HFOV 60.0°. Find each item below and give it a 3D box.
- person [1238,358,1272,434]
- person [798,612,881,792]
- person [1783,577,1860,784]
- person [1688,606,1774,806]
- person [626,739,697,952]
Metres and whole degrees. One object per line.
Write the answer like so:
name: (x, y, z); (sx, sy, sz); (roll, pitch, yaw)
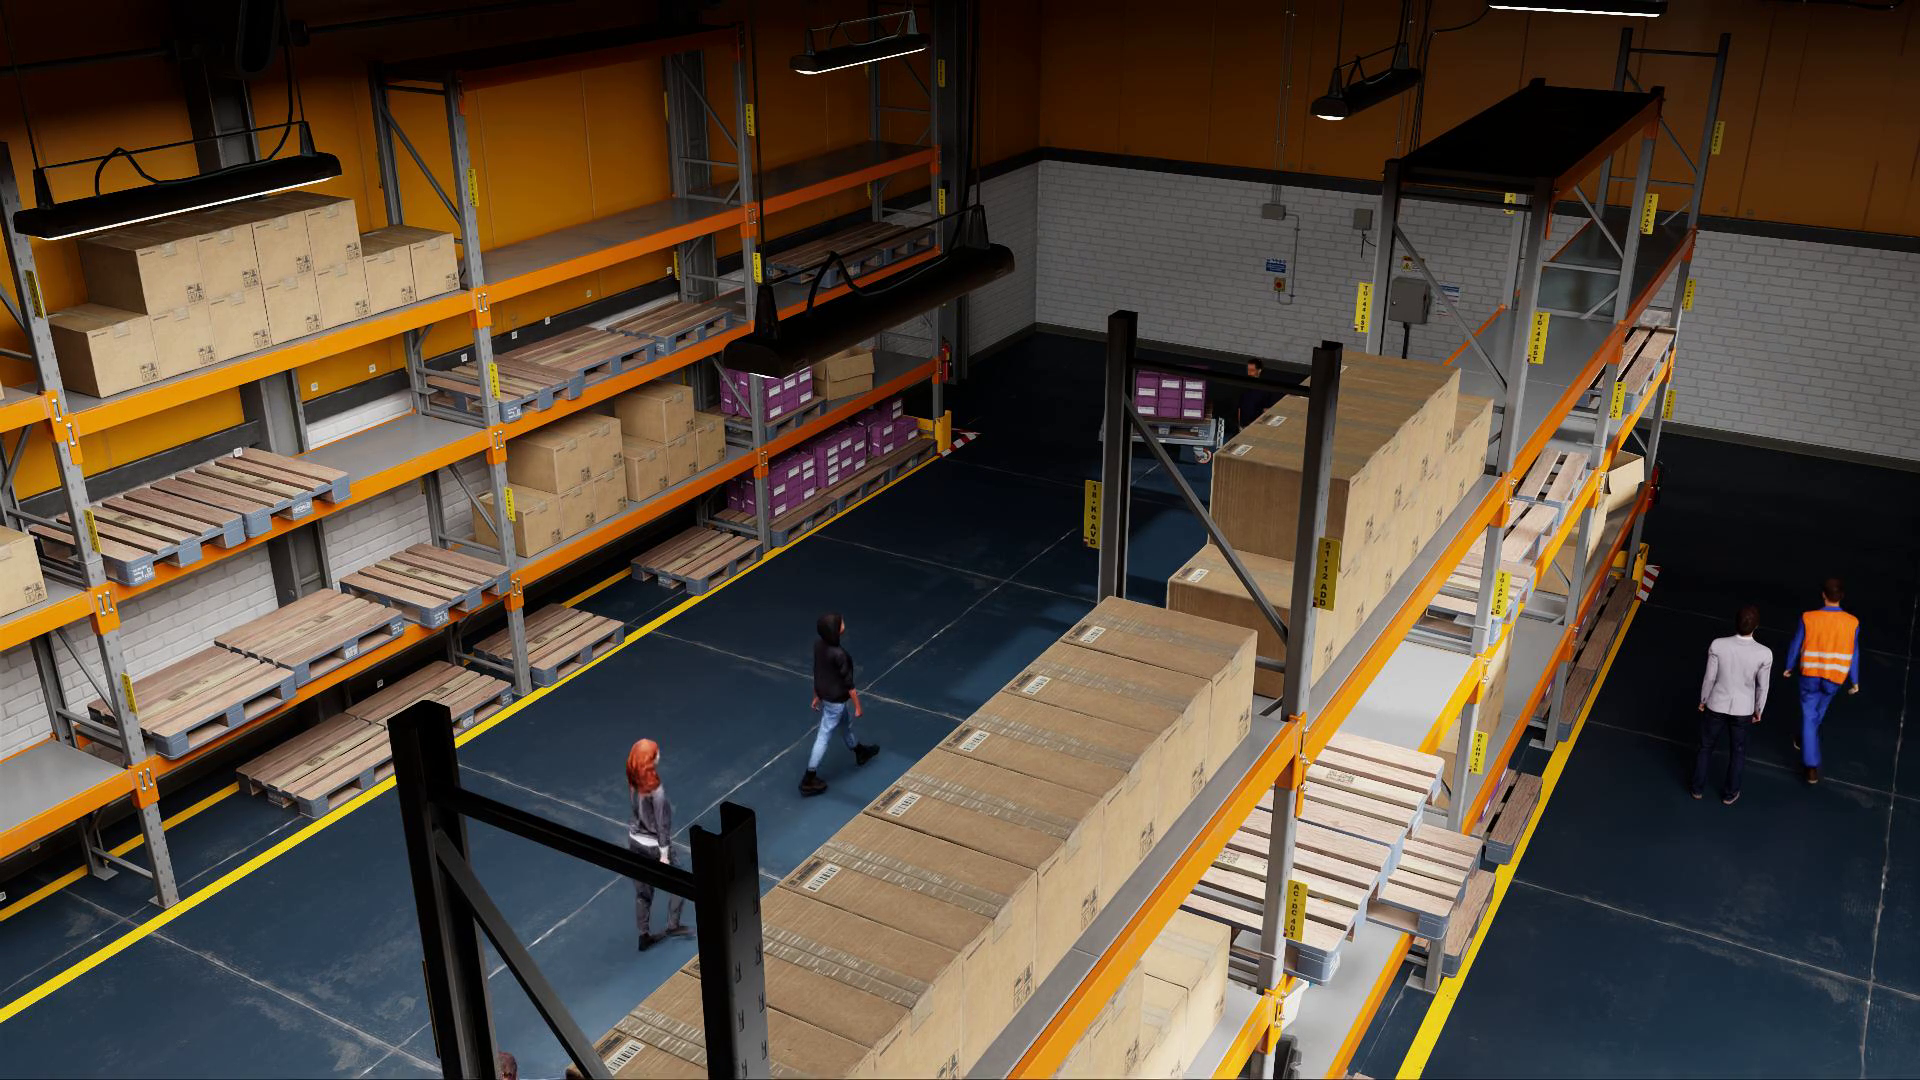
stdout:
person: (3.722, -1.380, 20.789); (0.752, 1.815, 1.185); (18, 29, 35)
person: (-1.174, 1.446, 14.519); (1.218, 1.658, 0.863); (-19, 30, -36)
person: (7.616, 1.276, 14.724); (0.982, 1.806, 1.319); (6, 24, 14)
person: (6.645, 1.417, 14.342); (0.693, 1.853, 0.597); (10, 26, 22)
person: (-2.369, 2.318, 12.393); (0.692, 1.764, 0.734); (20, 31, 39)
